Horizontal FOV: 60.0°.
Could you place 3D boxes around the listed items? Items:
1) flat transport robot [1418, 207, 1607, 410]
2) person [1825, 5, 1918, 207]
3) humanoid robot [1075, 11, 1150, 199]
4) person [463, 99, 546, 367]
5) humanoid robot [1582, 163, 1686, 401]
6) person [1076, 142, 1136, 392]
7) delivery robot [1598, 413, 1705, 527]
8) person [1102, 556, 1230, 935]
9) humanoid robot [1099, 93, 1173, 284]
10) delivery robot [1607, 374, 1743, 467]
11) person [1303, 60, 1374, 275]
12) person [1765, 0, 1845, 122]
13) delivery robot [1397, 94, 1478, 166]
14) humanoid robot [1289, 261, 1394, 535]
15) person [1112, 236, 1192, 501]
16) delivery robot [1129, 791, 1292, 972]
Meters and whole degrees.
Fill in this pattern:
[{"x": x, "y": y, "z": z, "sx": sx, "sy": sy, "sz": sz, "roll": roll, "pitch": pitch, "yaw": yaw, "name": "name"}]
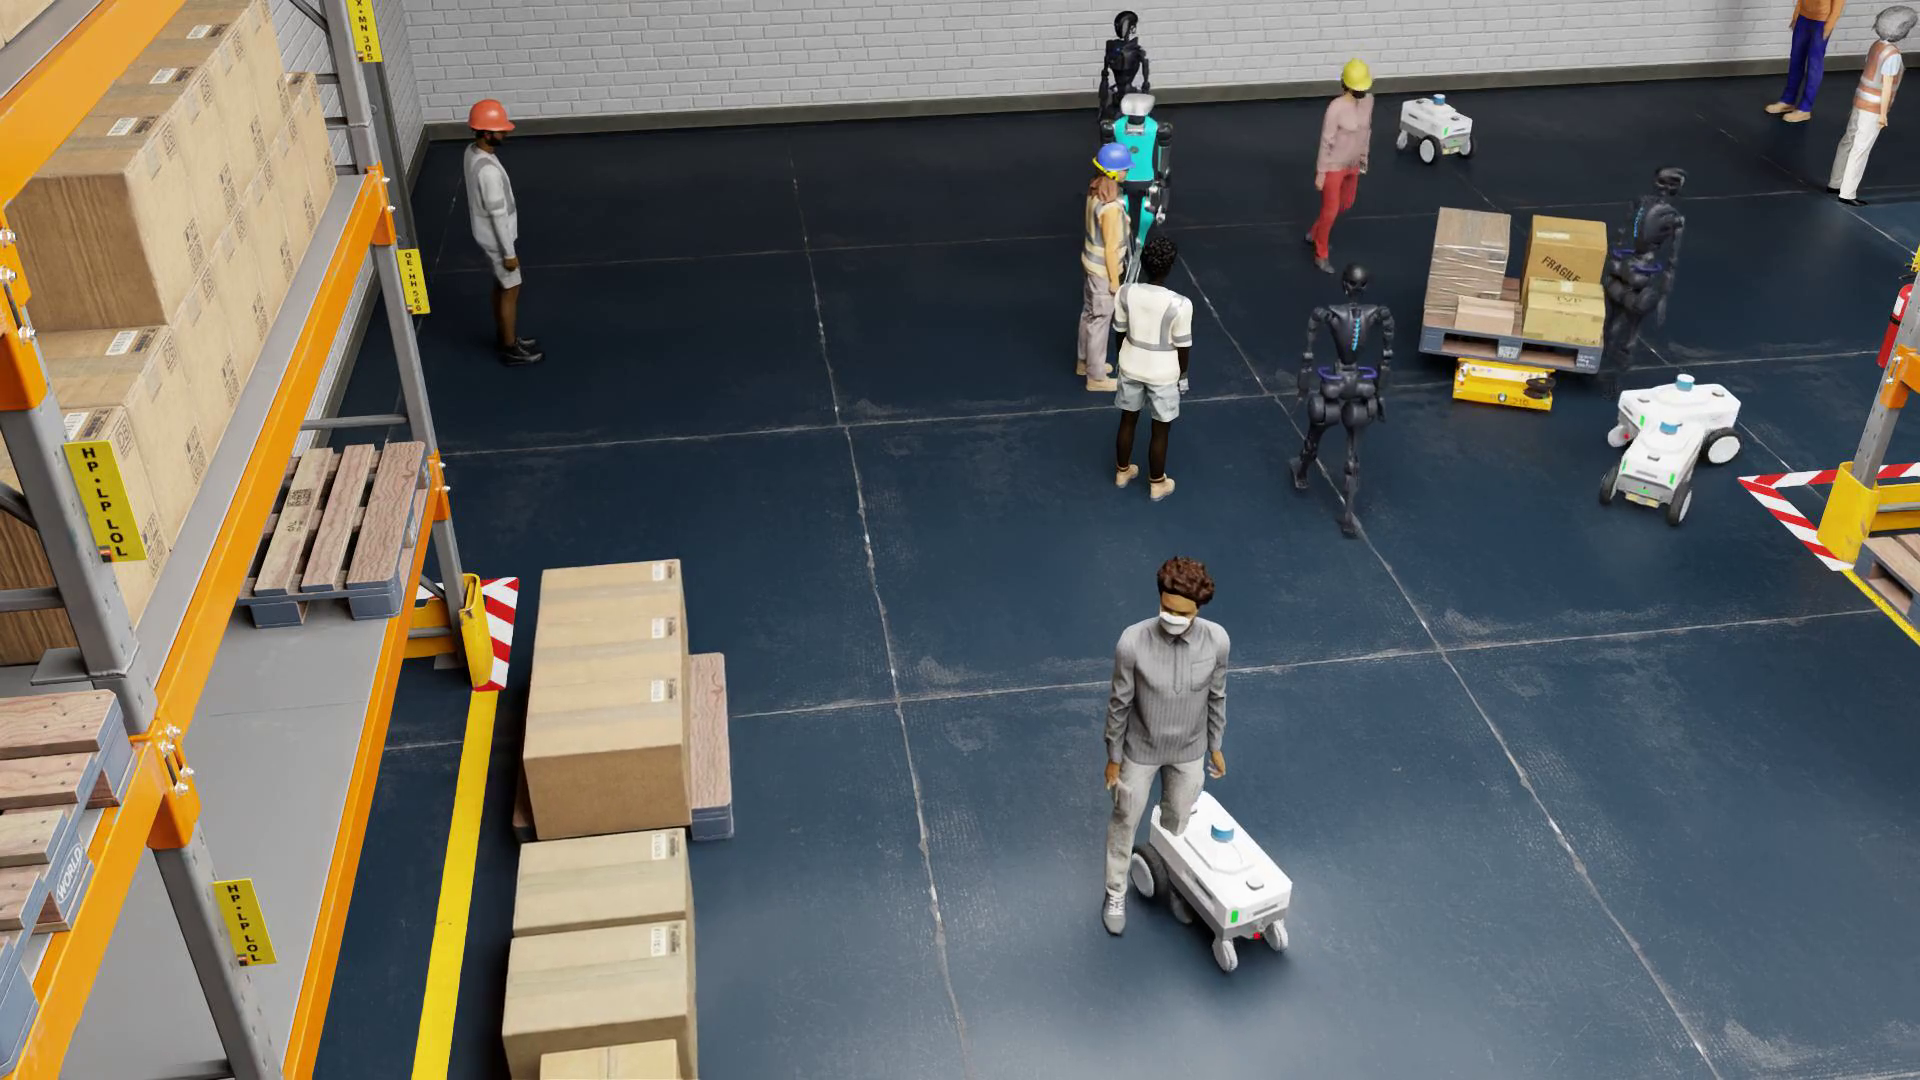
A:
[{"x": 3.916, "y": -1.368, "z": 11.949, "sx": 0.659, "sy": 0.231, "sz": 1.431, "roll": 9, "pitch": 34, "yaw": 14, "name": "flat transport robot"}, {"x": 7.812, "y": -3.715, "z": 14.242, "sx": 0.302, "sy": 1.688, "sz": 0.453, "roll": 1, "pitch": 33, "yaw": 1, "name": "person"}, {"x": 1.379, "y": -3.674, "z": 14.216, "sx": 0.704, "sy": 1.637, "sz": 0.601, "roll": -24, "pitch": 40, "yaw": -32, "name": "humanoid robot"}, {"x": -3.196, "y": -2.127, "z": 11.601, "sx": 0.379, "sy": 1.926, "sz": 0.547, "roll": -15, "pitch": 36, "yaw": -22, "name": "person"}, {"x": 4.572, "y": -1.745, "z": 11.234, "sx": 0.307, "sy": 1.657, "sz": 0.608, "roll": -11, "pitch": 35, "yaw": -17, "name": "humanoid robot"}, {"x": 0.991, "y": -1.853, "z": 11.320, "sx": 0.322, "sy": 1.773, "sz": 0.470, "roll": -5, "pitch": 33, "yaw": -8, "name": "person"}, {"x": 4.342, "y": -0.493, "z": 10.318, "sx": 0.499, "sy": 0.563, "sz": 0.738, "roll": 21, "pitch": 38, "yaw": 28, "name": "delivery robot"}, {"x": 0.864, "y": 0.860, "z": 7.045, "sx": 0.534, "sy": 1.900, "sz": 0.402, "roll": -4, "pitch": 33, "yaw": -6, "name": "person"}, {"x": 1.333, "y": -2.613, "z": 12.538, "sx": 0.536, "sy": 1.713, "sz": 1.067, "roll": 6, "pitch": 34, "yaw": 9, "name": "humanoid robot"}, {"x": 4.679, "y": -0.783, "z": 10.809, "sx": 0.791, "sy": 0.614, "sz": 0.499, "roll": -5, "pitch": 33, "yaw": -7, "name": "delivery robot"}, {"x": 2.936, "y": -2.948, "z": 13.031, "sx": 0.569, "sy": 1.729, "sz": 0.602, "roll": -25, "pitch": 40, "yaw": -33, "name": "person"}, {"x": 8.245, "y": -5.052, "z": 16.041, "sx": 0.407, "sy": 1.973, "sz": 0.515, "roll": -10, "pitch": 35, "yaw": -16, "name": "person"}, {"x": 4.436, "y": -3.816, "z": 15.456, "sx": 0.499, "sy": 0.614, "sz": 0.786, "roll": -14, "pitch": 35, "yaw": -20, "name": "delivery robot"}, {"x": 2.282, "y": -0.893, "z": 9.969, "sx": 0.584, "sy": 1.618, "sz": 0.785, "roll": -2, "pitch": 33, "yaw": -4, "name": "humanoid robot"}, {"x": 1.160, "y": -1.033, "z": 10.134, "sx": 0.531, "sy": 1.694, "sz": 0.319, "roll": 21, "pitch": 39, "yaw": 29, "name": "person"}, {"x": 1.130, "y": 1.462, "z": 7.359, "sx": 0.499, "sy": 0.603, "sz": 0.803, "roll": -15, "pitch": 36, "yaw": -22, "name": "delivery robot"}]
